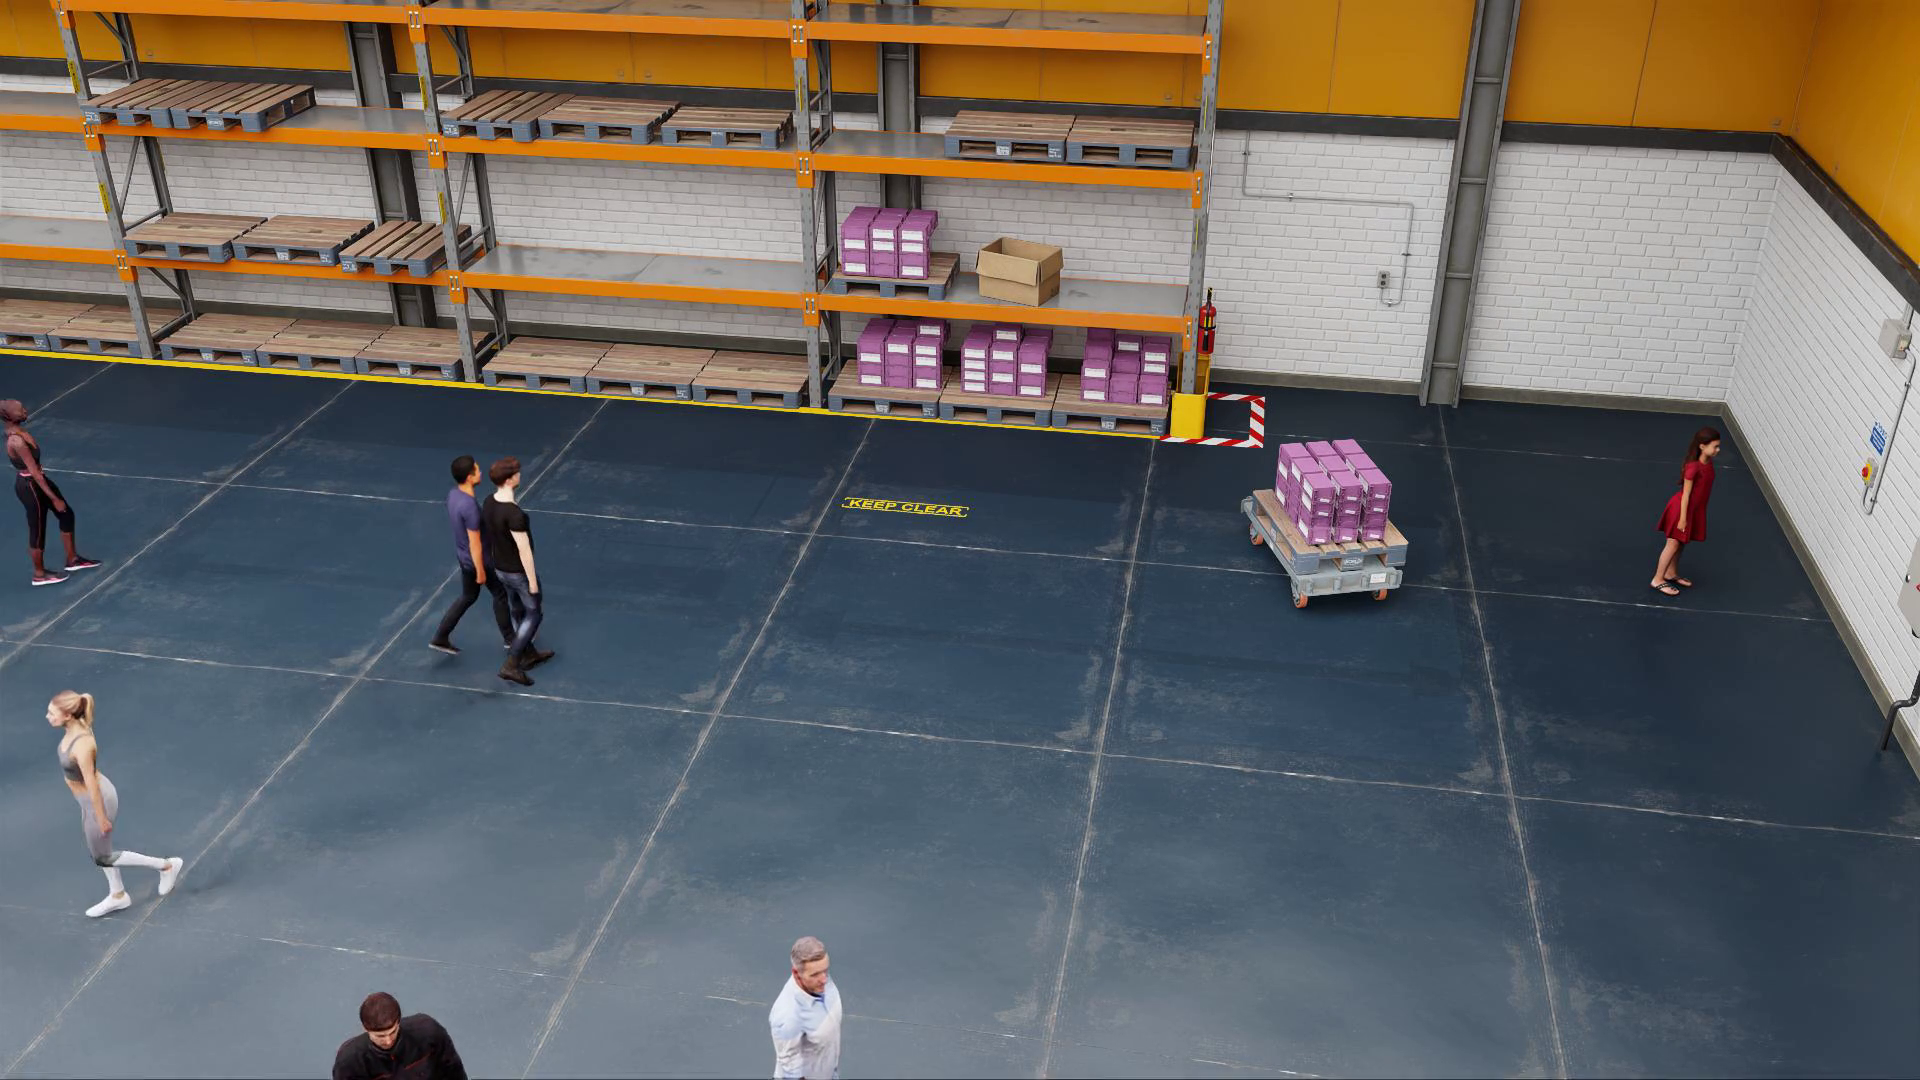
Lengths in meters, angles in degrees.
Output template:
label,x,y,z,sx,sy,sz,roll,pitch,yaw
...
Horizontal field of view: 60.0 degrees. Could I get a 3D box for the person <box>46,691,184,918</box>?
label,x,y,z,sx,sy,sz,roll,pitch,yaw
person,-5.444,1.667,10.653,0.947,1.691,0.863,-16,32,-26

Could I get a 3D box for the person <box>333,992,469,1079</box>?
label,x,y,z,sx,sy,sz,roll,pitch,yaw
person,-2.778,2.848,8.393,1.221,1.782,1.188,-13,31,-23

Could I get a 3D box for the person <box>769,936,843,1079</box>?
label,x,y,z,sx,sy,sz,roll,pitch,yaw
person,-0.782,2.751,8.525,0.609,1.825,0.707,9,30,15

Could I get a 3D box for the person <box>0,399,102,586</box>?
label,x,y,z,sx,sy,sz,roll,pitch,yaw
person,-8.089,-0.382,14.359,0.911,1.739,0.815,-11,31,-19

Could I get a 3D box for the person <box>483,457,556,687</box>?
label,x,y,z,sx,sy,sz,roll,pitch,yaw
person,-3.525,0.247,13.044,0.984,1.894,0.943,-25,37,-38

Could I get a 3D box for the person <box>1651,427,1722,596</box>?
label,x,y,z,sx,sy,sz,roll,pitch,yaw
person,6.278,-0.276,14.363,0.732,1.550,0.672,24,37,37

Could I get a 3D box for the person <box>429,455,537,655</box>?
label,x,y,z,sx,sy,sz,roll,pitch,yaw
person,-3.966,0.176,13.317,1.166,1.758,1.097,-19,34,-31
